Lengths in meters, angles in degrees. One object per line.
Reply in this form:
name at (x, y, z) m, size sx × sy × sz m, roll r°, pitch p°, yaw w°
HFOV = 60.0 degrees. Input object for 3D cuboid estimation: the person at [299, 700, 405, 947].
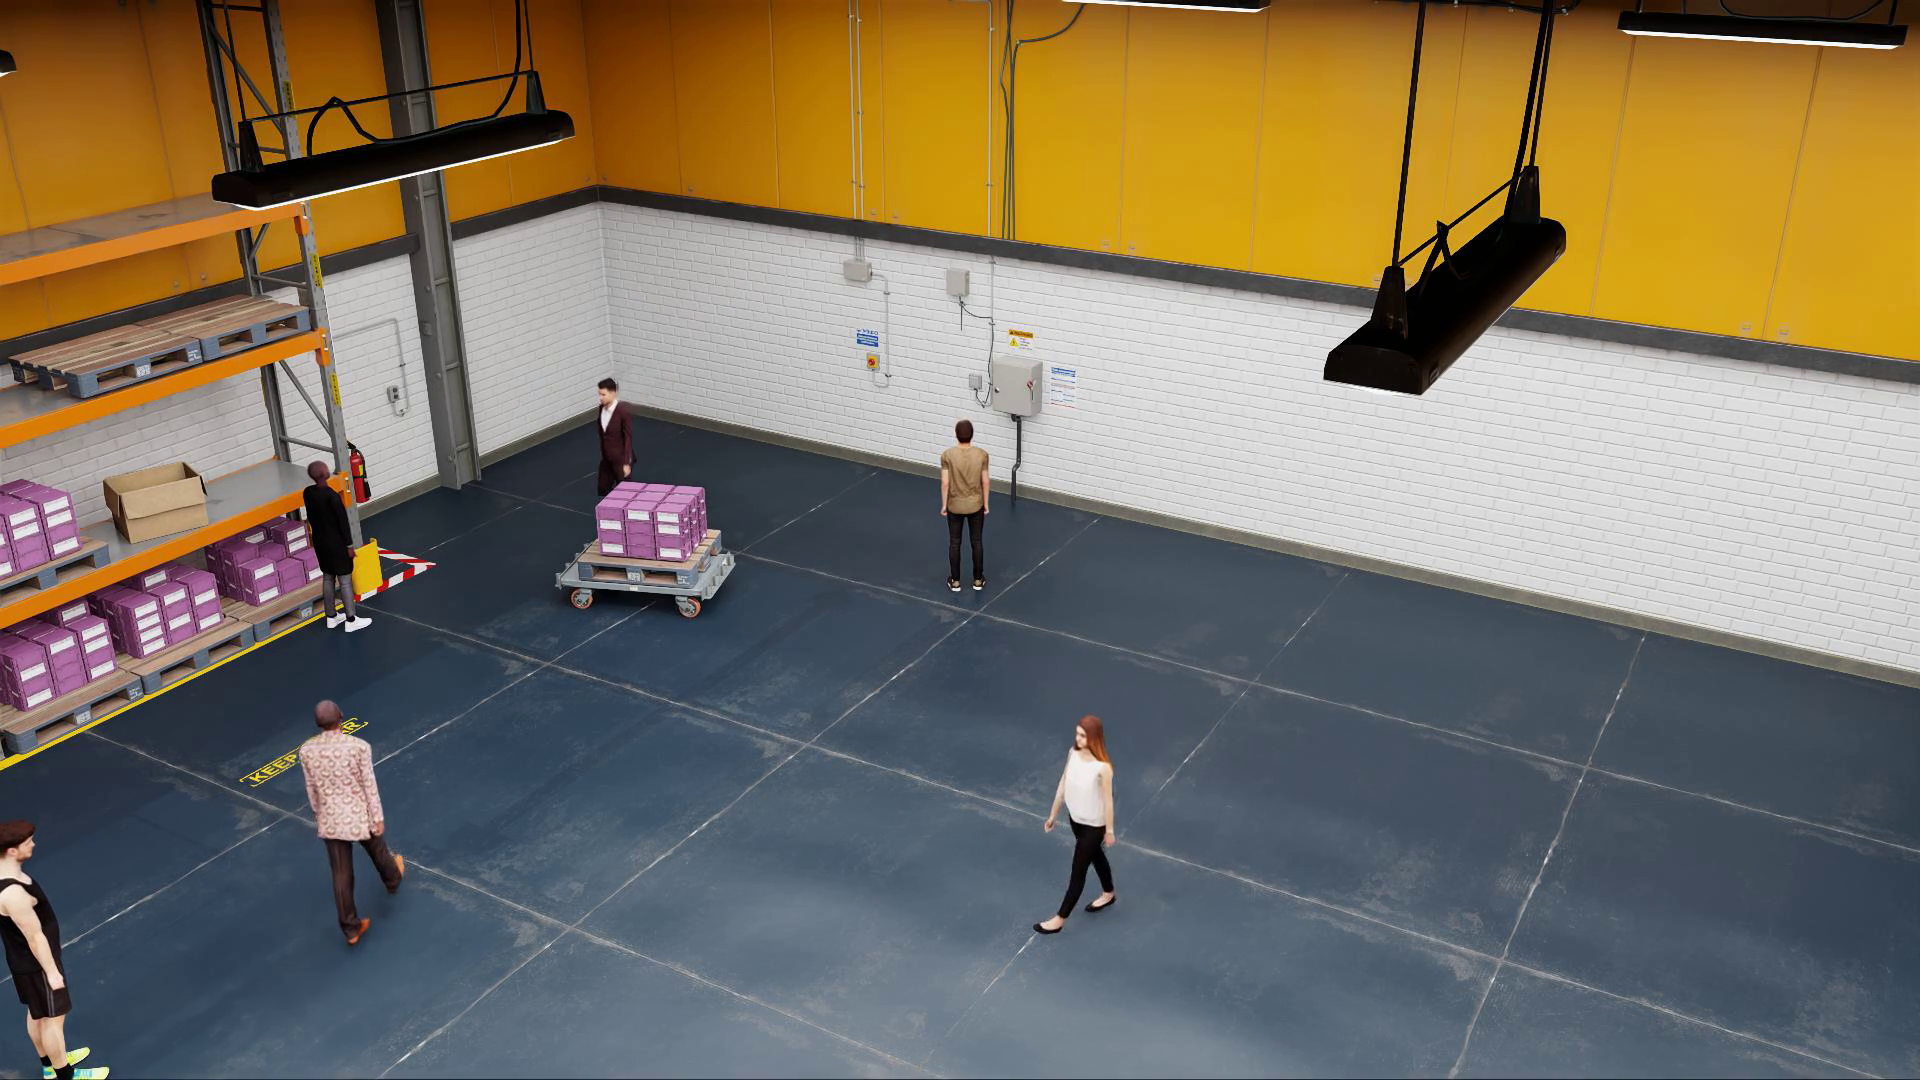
person at (-4.335, 2.026, 11.705) m, size 1.095 × 1.764 × 1.265 m, roll 0°, pitch 24°, yaw 0°

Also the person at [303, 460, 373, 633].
person at (-6.137, 0.049, 16.231) m, size 0.643 × 1.760 × 0.554 m, roll 11°, pitch 26°, yaw 24°

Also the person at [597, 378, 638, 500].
person at (-3.732, -0.932, 18.365) m, size 0.730 × 1.850 × 0.713 m, roll 17°, pitch 29°, yaw 33°

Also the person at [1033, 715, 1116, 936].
person at (0.985, 1.984, 11.899) m, size 1.105 × 1.684 × 0.896 m, roll -13°, pitch 27°, yaw -28°

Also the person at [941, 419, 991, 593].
person at (0.054, -0.363, 17.063) m, size 0.751 × 1.850 × 0.767 m, roll -2°, pitch 24°, yaw -4°

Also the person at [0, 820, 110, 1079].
person at (-5.726, 2.578, 10.284) m, size 0.737 × 1.891 × 0.668 m, roll 21°, pitch 31°, yaw 39°
